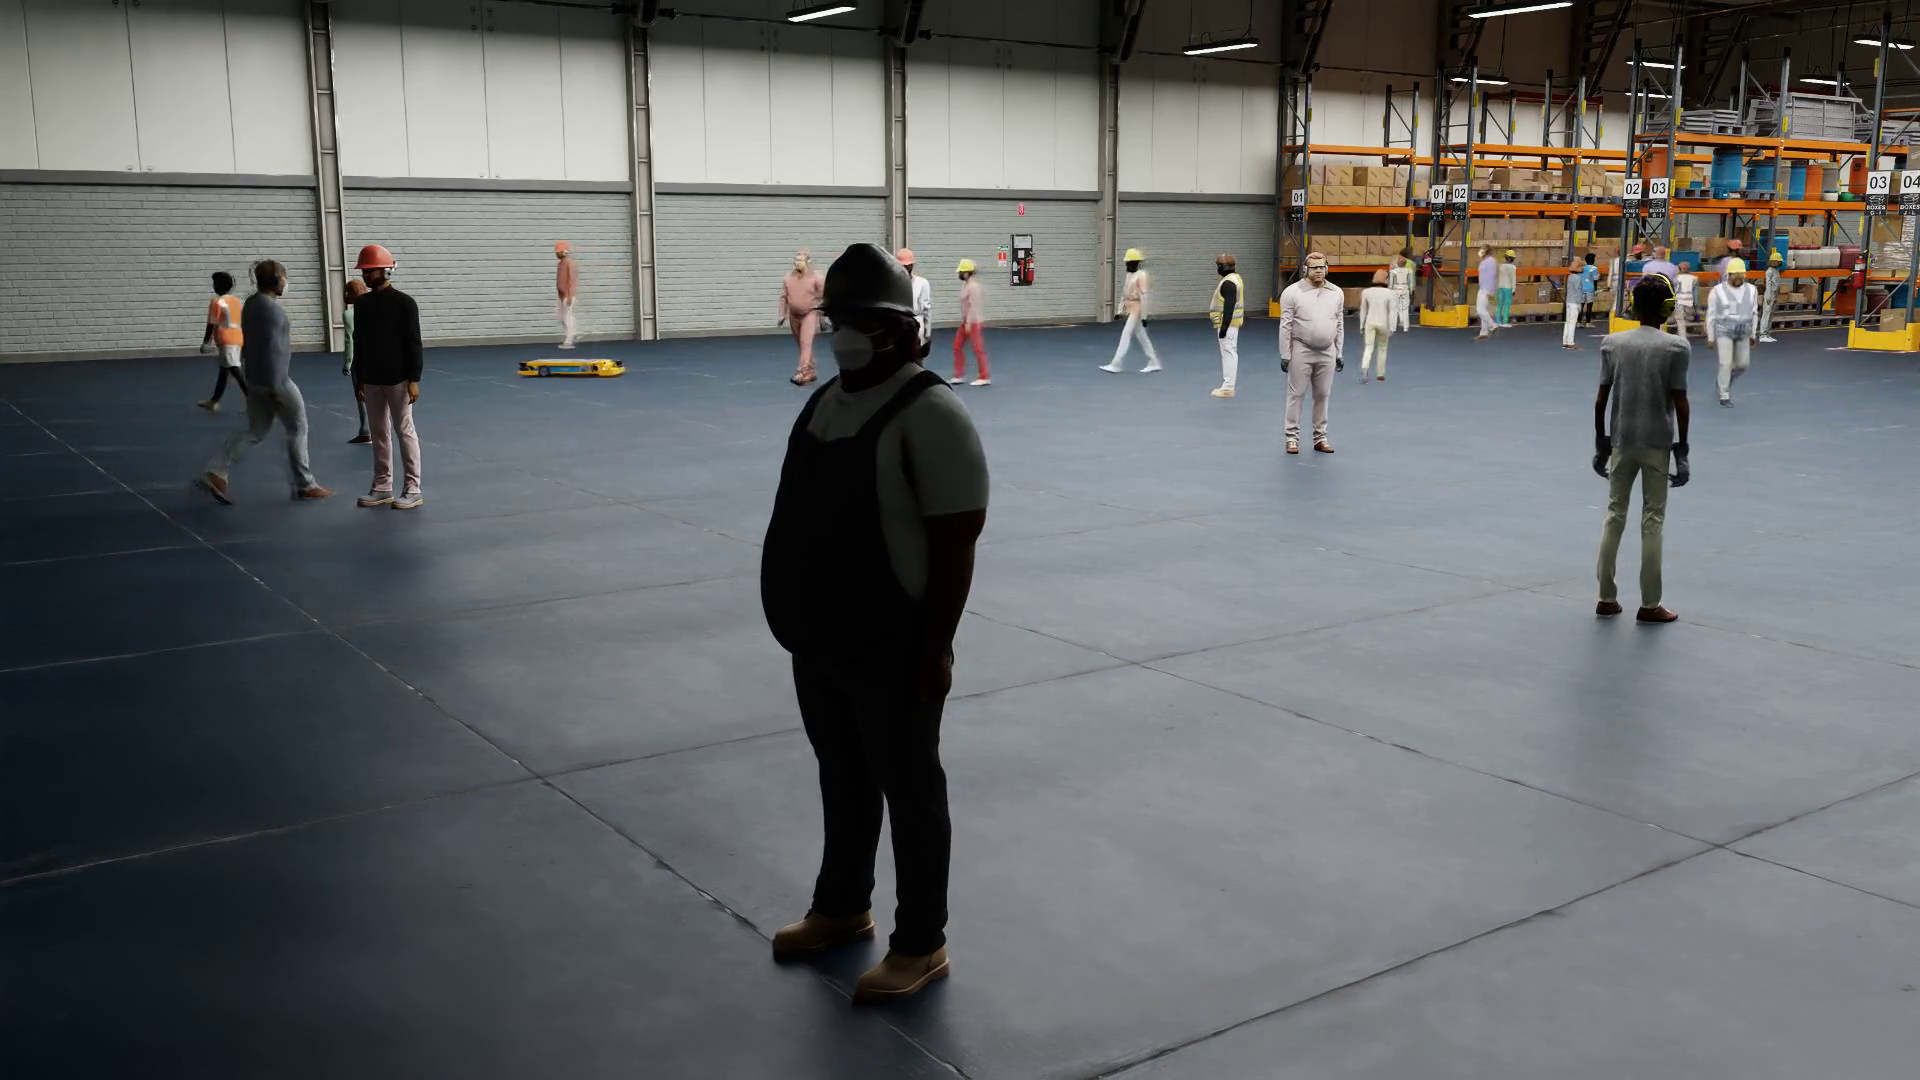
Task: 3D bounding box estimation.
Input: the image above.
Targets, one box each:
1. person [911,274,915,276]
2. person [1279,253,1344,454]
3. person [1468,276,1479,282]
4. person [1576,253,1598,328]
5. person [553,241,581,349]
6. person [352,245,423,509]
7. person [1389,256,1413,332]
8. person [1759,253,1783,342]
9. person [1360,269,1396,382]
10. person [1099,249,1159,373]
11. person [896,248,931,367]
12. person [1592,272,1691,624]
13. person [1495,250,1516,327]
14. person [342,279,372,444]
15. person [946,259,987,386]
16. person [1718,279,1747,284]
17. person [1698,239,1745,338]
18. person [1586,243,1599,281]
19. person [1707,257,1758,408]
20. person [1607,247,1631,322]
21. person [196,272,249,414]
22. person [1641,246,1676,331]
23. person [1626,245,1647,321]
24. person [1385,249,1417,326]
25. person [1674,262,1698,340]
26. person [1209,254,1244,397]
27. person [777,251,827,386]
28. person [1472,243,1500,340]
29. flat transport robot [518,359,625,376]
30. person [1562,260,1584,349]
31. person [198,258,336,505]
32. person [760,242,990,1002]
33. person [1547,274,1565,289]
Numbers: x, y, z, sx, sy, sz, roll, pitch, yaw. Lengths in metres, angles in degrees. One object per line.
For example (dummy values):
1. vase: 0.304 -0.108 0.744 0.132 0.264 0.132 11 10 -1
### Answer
1. person: -1.101 -4.678 32.645 0.517 1.591 0.872 7 13 35
2. person: 3.362 -1.771 15.835 0.654 1.906 0.408 -2 11 -11
3. person: 12.738 -6.307 40.889 0.399 1.833 0.501 -7 13 -35
4. person: 14.141 -5.616 37.480 0.319 1.698 0.538 -6 12 -29
5. person: -7.280 -4.517 30.705 0.441 1.980 0.615 -8 13 -37
6. person: -4.368 -1.231 12.632 0.622 1.992 0.396 5 11 24
7. person: 9.517 -5.297 35.899 0.513 1.641 0.307 2 10 9
8. person: 15.978 -4.767 32.707 0.309 1.743 0.494 9 14 40
9. person: 5.909 -3.038 23.593 0.508 1.607 0.695 5 12 26
10. person: 2.610 -3.453 25.146 0.995 1.876 0.587 -2 10 -10
11. person: -0.625 -2.447 19.499 0.581 1.917 0.474 0 10 1
12. person: 3.645 -0.482 8.882 0.321 1.866 0.532 -10 14 -43
13. person: 12.484 -5.728 37.943 0.341 1.756 0.518 -5 12 -27
14. person: -5.971 -1.779 16.620 0.279 1.636 0.499 4 11 21
15. person: 0.059 -2.986 22.946 0.725 1.736 0.547 -3 11 -17
16. person: 18.144 -5.965 39.070 0.446 1.826 0.632 -8 13 -36
17. person: 15.490 -5.070 33.644 0.900 2.017 0.610 -1 10 -6
18. person: 17.968 -7.546 47.606 0.589 1.872 0.426 9 14 41
19. person: 9.343 -2.514 20.164 0.603 1.810 0.510 0 10 -2
20. person: 15.985 -6.170 40.189 1.031 1.825 0.596 -7 13 -34
21. person: -8.562 -2.288 19.360 0.875 1.644 0.533 1 10 6
22. person: 12.709 -4.405 30.328 0.674 1.892 0.507 -1 10 -8
23. person: 15.565 -5.829 38.182 0.544 1.883 1.009 5 12 27
24. person: 10.203 -5.827 38.438 0.687 1.791 0.921 -1 10 -8
25. person: 13.352 -4.352 30.820 0.540 1.587 0.848 0 10 -2
26. person: 3.434 -2.764 21.473 0.430 1.838 0.619 3 11 15
27. person: -2.207 -3.102 23.272 0.639 1.858 1.003 5 11 25
28. person: 10.406 -4.912 32.988 0.440 1.926 0.654 0 10 2
29. flat transport robot: -5.770 -2.569 24.698 1.431 0.197 0.652 1 10 3
30. person: 11.326 -4.334 30.670 0.302 1.630 0.517 -1 10 -4
31. person: -5.393 -1.209 12.801 0.931 1.904 0.630 -9 14 -40
32. person: -0.281 0.222 4.541 0.539 2.000 0.689 -9 13 -39
33. person: 16.092 -7.003 44.906 0.312 1.768 0.530 -7 13 -34
